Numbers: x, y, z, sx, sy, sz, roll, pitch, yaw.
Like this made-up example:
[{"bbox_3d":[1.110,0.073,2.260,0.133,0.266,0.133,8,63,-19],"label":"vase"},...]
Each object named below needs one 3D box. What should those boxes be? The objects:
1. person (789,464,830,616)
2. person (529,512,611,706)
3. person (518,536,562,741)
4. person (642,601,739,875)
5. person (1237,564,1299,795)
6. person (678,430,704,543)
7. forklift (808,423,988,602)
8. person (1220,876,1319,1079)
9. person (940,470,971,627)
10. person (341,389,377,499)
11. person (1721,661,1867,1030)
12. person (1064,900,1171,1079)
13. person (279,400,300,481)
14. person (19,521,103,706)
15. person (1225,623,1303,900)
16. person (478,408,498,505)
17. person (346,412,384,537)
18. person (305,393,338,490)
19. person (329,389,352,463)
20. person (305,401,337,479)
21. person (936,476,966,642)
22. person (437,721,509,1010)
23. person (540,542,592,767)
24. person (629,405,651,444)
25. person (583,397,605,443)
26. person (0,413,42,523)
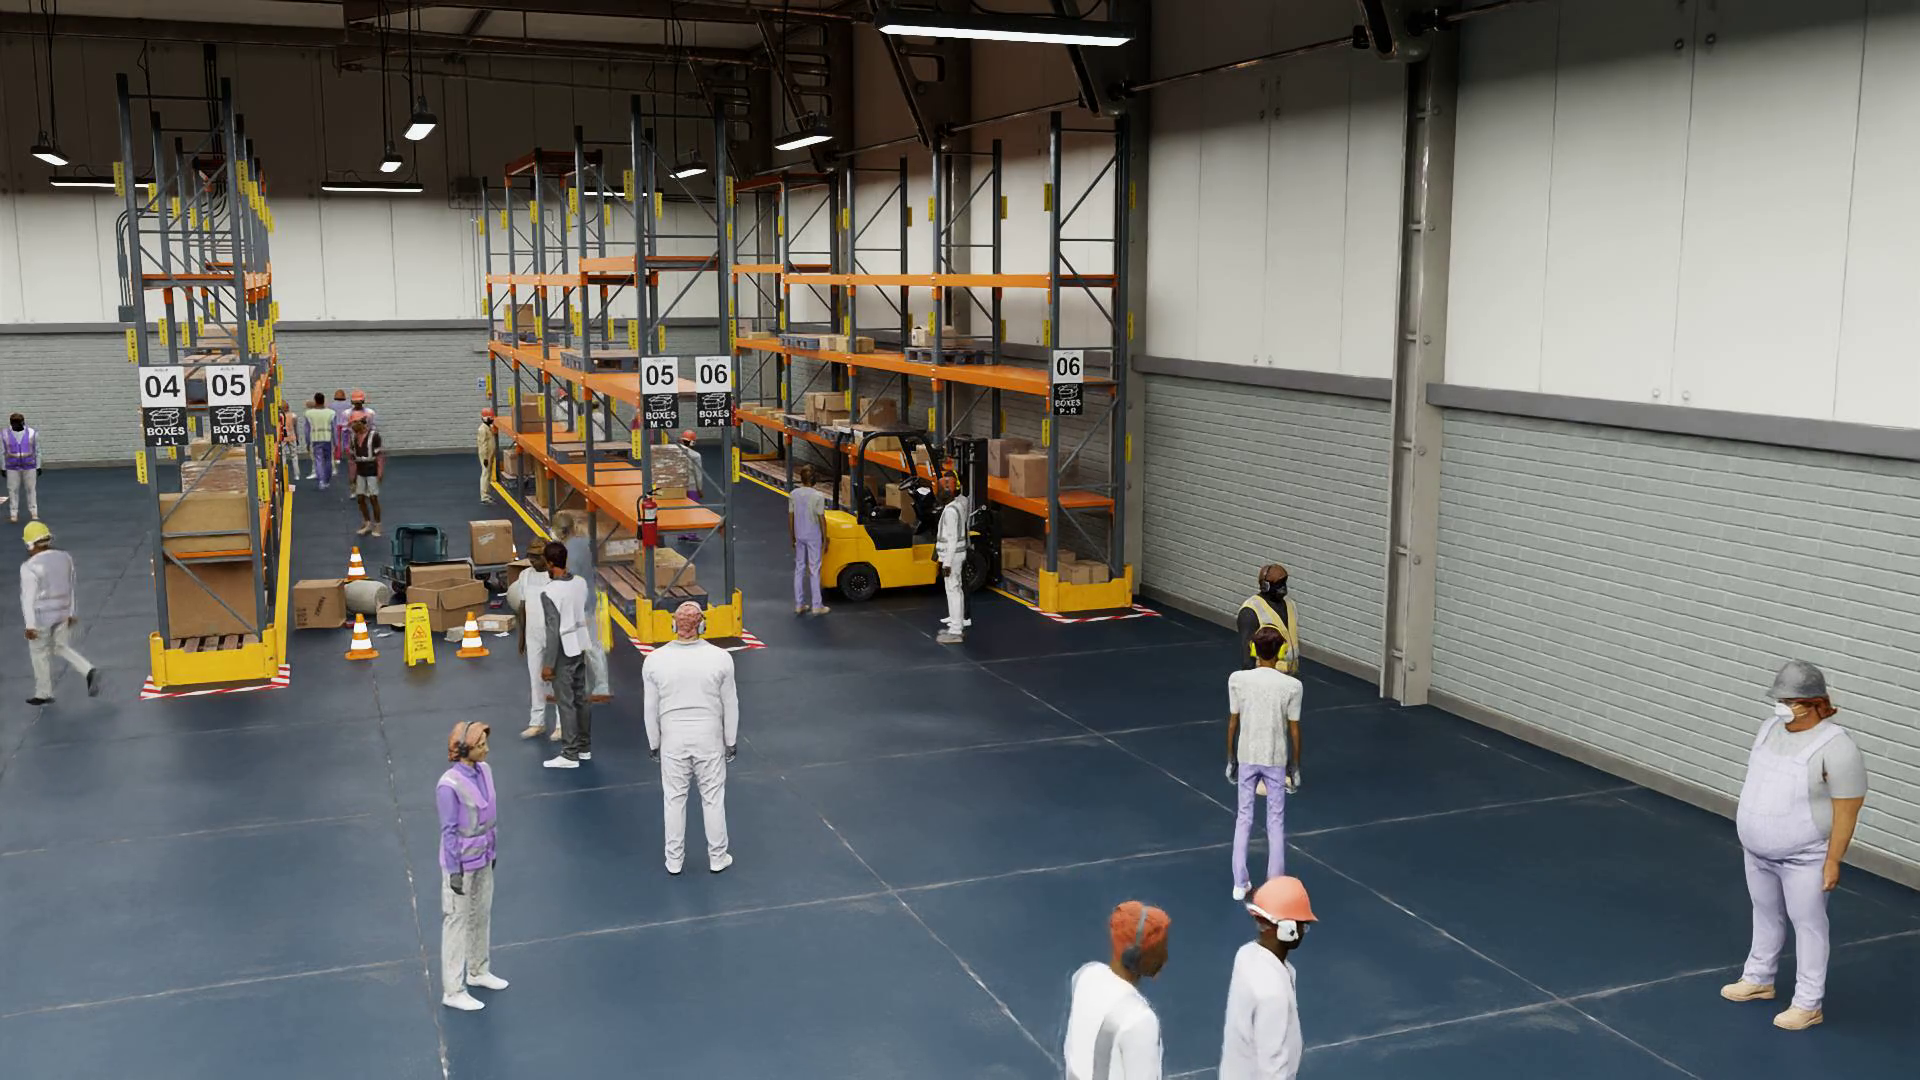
[{"bbox_3d":[-1.842,0.001,20.265,0.516,1.840,0.325,5,10,26],"label":"person"},{"bbox_3d":[-3.759,0.667,15.899,0.890,1.887,0.668,1,9,4],"label":"person"},{"bbox_3d":[-3.686,0.871,14.781,0.517,1.842,0.325,3,9,15],"label":"person"},{"bbox_3d":[-1.845,1.366,11.472,0.641,1.908,0.407,-1,9,-5],"label":"person"},{"bbox_3d":[2.495,1.102,13.339,0.625,1.844,0.429,-8,12,-43],"label":"person"},{"bbox_3d":[-4.197,-0.834,25.833,0.564,1.744,0.354,6,11,34],"label":"person"},{"bbox_3d":[-0.830,-0.399,21.676,2.313,2.155,1.214,-4,10,-21],"label":"forklift"},{"bbox_3d":[1.250,2.210,6.743,0.387,1.726,0.633,1,9,5],"label":"person"},{"bbox_3d":[-0.046,0.099,19.611,0.328,1.861,0.503,-4,10,-25],"label":"person"},{"bbox_3d":[-11.093,-1.766,30.756,0.615,2.040,0.391,-4,10,-23],"label":"person"},{"bbox_3d":[4.561,1.661,9.192,0.537,2.000,0.689,-3,9,-17],"label":"person"},{"bbox_3d":[0.555,2.233,6.208,0.355,1.876,0.793,-2,9,-15],"label":"person"},{"bbox_3d":[-13.552,-1.993,33.466,0.516,1.635,0.312,-6,11,-35],"label":"person"},{"bbox_3d":[-8.652,0.716,15.904,0.649,1.806,0.588,2,9,15],"label":"person"},{"bbox_3d":[2.000,1.473,10.964,0.501,1.862,0.327,3,10,19],"label":"person"},{"bbox_3d":[-8.538,-1.521,30.129,0.345,1.746,0.573,-1,9,-6],"label":"person"},{"bbox_3d":[-9.357,-1.032,26.357,0.656,1.997,0.411,4,10,23],"label":"person"},{"bbox_3d":[-12.364,-1.913,32.239,0.591,1.885,0.953,-3,10,-21],"label":"person"},{"bbox_3d":[-13.628,-2.498,36.647,0.499,1.634,0.285,-2,9,-13],"label":"person"},{"bbox_3d":[-13.089,-2.053,33.984,0.612,1.617,0.522,-3,10,-20],"label":"person"},{"bbox_3d":[-0.100,0.213,18.799,0.337,1.882,0.585,1,9,6],"label":"person"},{"bbox_3d":[-2.784,1.827,9.446,0.314,1.632,0.522,2,9,13],"label":"person"},{"bbox_3d":[-3.311,0.964,13.985,0.396,1.912,0.590,3,9,16],"label":"person"},{"bbox_3d":[-7.487,-2.808,38.283,0.828,1.718,0.532,-5,10,-27],"label":"person"},{"bbox_3d":[-7.165,-1.950,32.808,0.548,1.748,0.390,0,9,1],"label":"person"},{"bbox_3d":[-15.772,-1.217,27.944,0.624,1.840,0.430,-5,10,-30],"label":"person"}]
